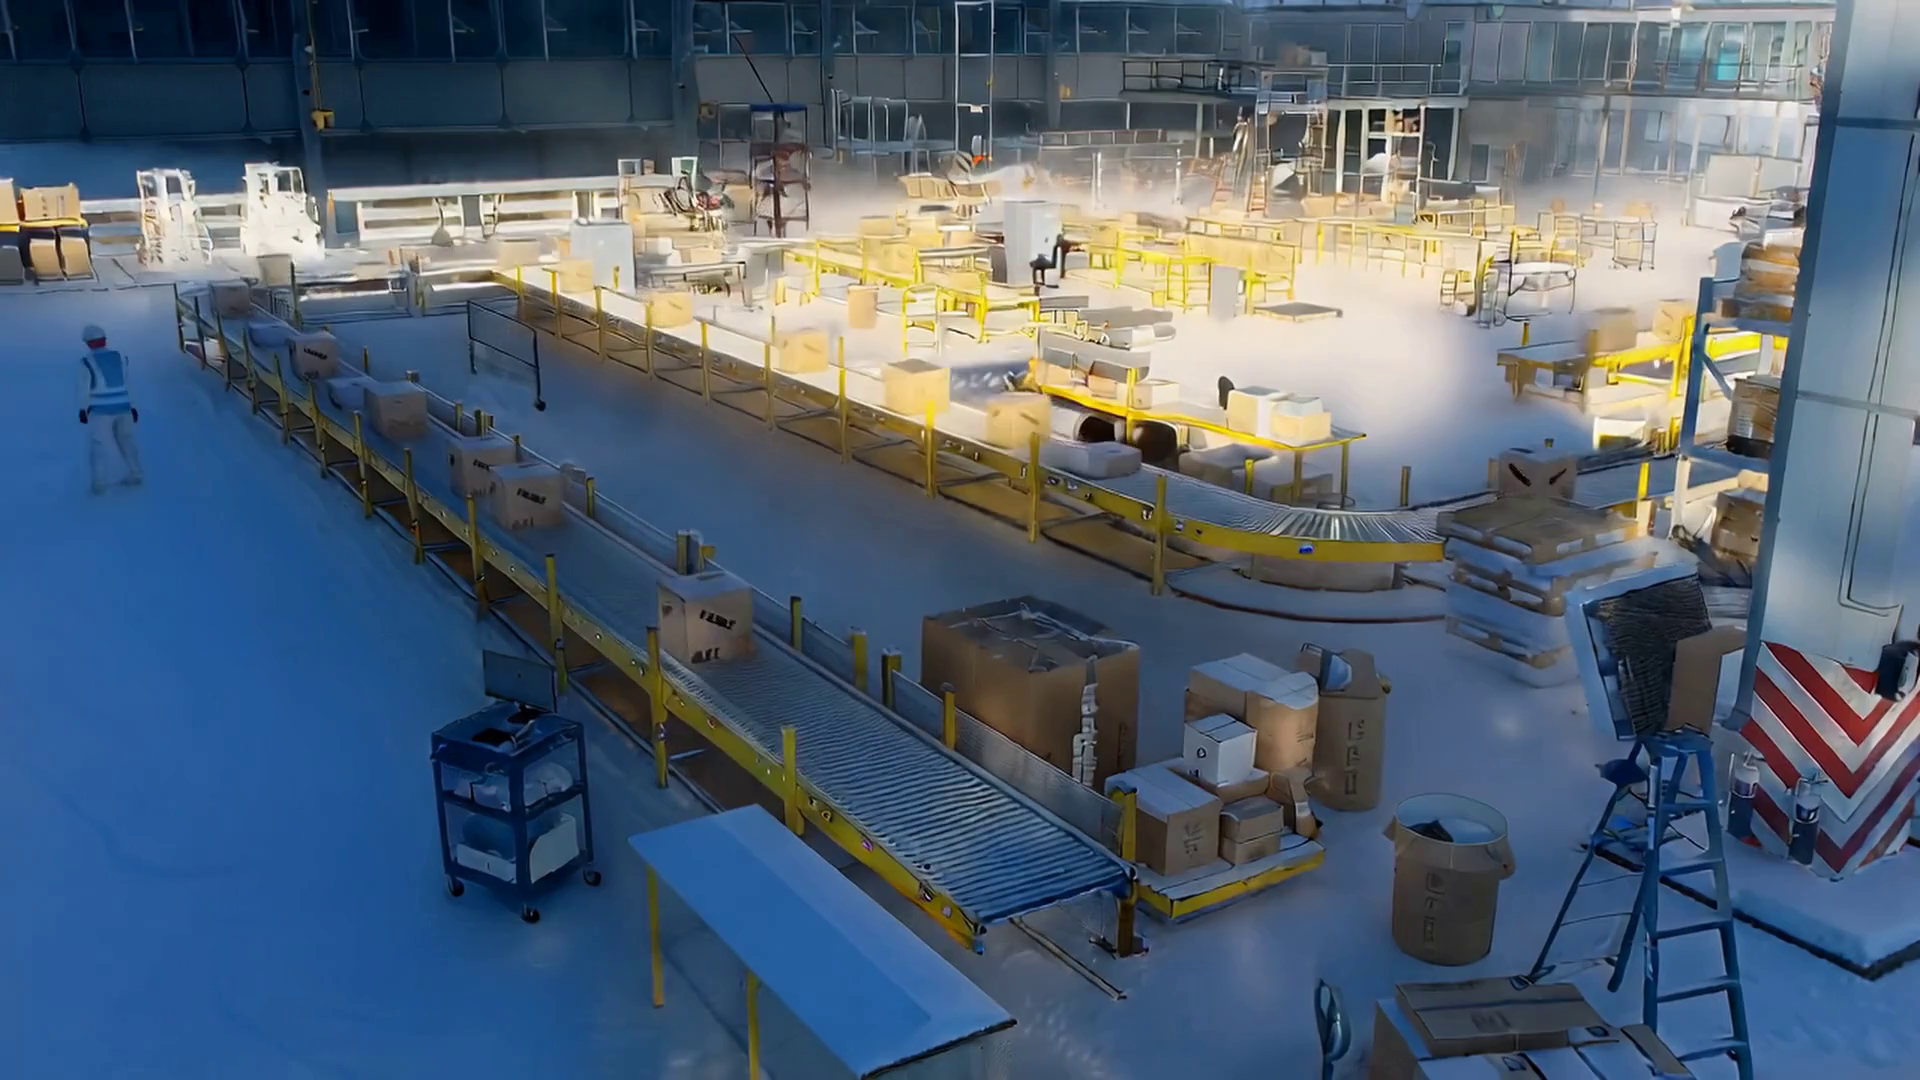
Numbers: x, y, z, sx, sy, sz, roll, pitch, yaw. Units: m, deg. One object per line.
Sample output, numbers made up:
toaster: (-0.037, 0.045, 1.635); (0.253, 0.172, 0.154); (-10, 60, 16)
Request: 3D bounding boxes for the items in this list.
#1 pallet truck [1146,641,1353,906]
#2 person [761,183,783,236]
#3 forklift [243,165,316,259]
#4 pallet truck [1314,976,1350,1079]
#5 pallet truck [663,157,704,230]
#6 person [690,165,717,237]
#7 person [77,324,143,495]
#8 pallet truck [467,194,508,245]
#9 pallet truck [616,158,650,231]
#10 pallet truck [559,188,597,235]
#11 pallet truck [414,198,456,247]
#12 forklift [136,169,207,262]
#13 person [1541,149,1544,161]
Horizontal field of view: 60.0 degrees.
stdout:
pallet truck: (1.664, 1.407, 10.232); (1.630, 1.274, 0.653); (-10, 20, -31)
person: (-4.636, -8.279, 41.187); (0.605, 2.045, 0.385); (-7, 18, -22)
forklift: (-15.898, -7.669, 38.708); (1.157, 1.987, 2.680); (-11, 20, -33)
pallet truck: (2.299, 2.390, 7.086); (1.601, 1.201, 0.680); (-2, 17, -7)
pallet truck: (-7.586, -9.308, 44.692); (0.823, 1.965, 1.885); (-11, 20, -33)
person: (-6.691, -8.795, 43.195); (0.661, 1.901, 0.665); (-13, 21, -36)
person: (-9.620, -1.489, 18.794); (0.462, 1.931, 0.604); (7, 18, 22)
pallet truck: (-11.983, -8.177, 42.137); (0.704, 1.261, 1.522); (-11, 20, -33)
pallet truck: (-8.918, -9.176, 44.255); (0.823, 1.965, 1.885); (-9, 19, -27)
pallet truck: (-10.010, -8.652, 43.699); (0.653, 1.274, 1.630); (-10, 20, -31)
pallet truck: (-13.250, -8.060, 41.856); (0.680, 1.201, 1.601); (-10, 20, -31)
forklift: (-17.842, -7.318, 37.559); (1.157, 1.987, 2.680); (-10, 20, -31)
person: (21.855, -14.501, 62.598); (0.495, 1.622, 0.296); (8, 18, 24)
